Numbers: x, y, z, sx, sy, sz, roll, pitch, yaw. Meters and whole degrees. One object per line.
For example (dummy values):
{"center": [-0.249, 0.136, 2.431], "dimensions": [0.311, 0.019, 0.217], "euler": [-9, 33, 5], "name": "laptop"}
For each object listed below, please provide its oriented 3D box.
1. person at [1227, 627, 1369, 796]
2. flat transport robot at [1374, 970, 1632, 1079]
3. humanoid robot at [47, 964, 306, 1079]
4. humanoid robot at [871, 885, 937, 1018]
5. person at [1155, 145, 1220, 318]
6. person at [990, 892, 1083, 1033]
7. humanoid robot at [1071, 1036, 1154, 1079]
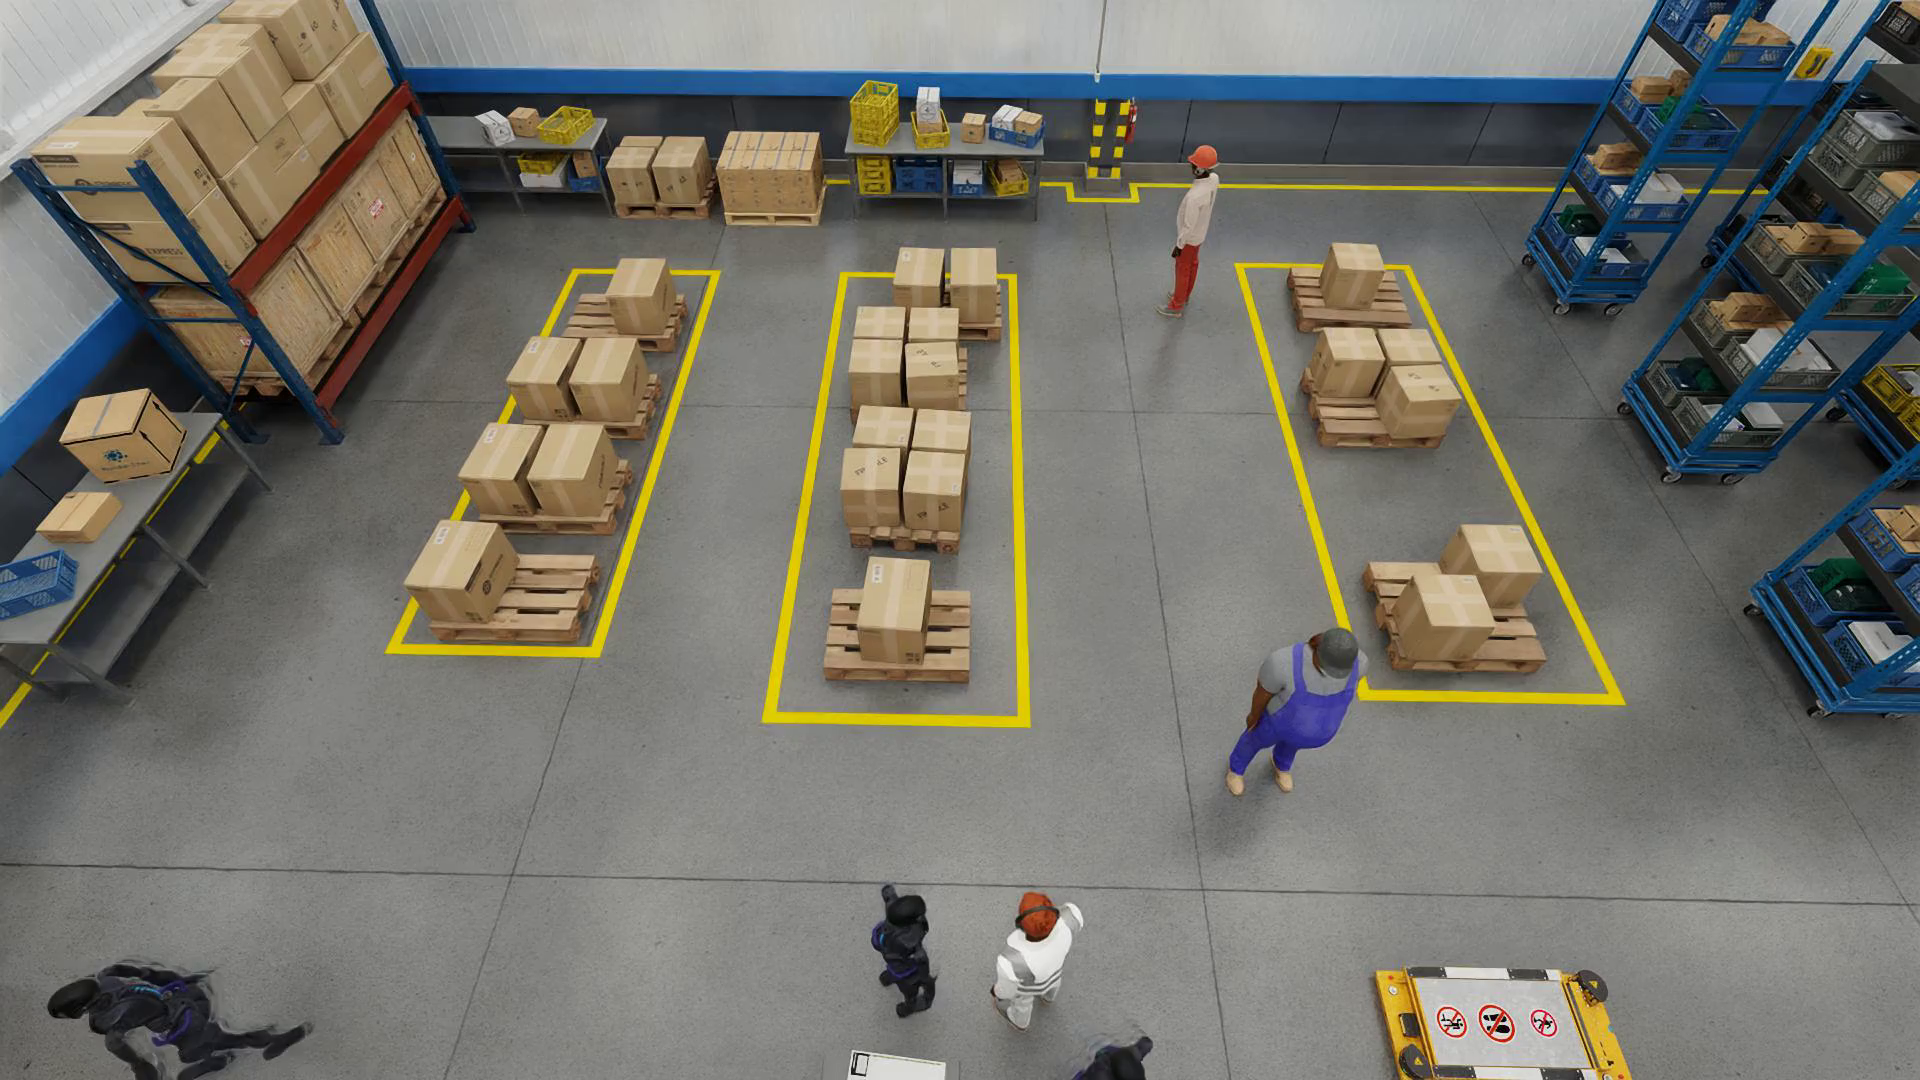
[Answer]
{"center": [2.346, 1.227, 6.344], "dimensions": [0.686, 2.000, 0.536], "euler": [-3, 51, -2], "name": "person"}
{"center": [3.501, 3.133, 5.914], "dimensions": [1.431, 0.197, 0.652], "euler": [1, 51, 1], "name": "flat transport robot"}
{"center": [-4.590, 2.832, 5.281], "dimensions": [0.726, 1.634, 0.604], "euler": [-31, 57, -23], "name": "humanoid robot"}
{"center": [-0.313, 2.483, 5.546], "dimensions": [0.360, 1.651, 0.594], "euler": [-25, 55, -19], "name": "humanoid robot"}
{"center": [2.539, -3.385, 10.132], "dimensions": [0.376, 1.995, 0.610], "euler": [27, 56, 20], "name": "person"}
{"center": [0.424, 2.502, 5.406], "dimensions": [0.574, 1.881, 0.355], "euler": [-30, 57, -22], "name": "person"}
{"center": [0.866, 3.099, 5.062], "dimensions": [0.592, 1.630, 0.679], "euler": [-32, 58, -23], "name": "humanoid robot"}
